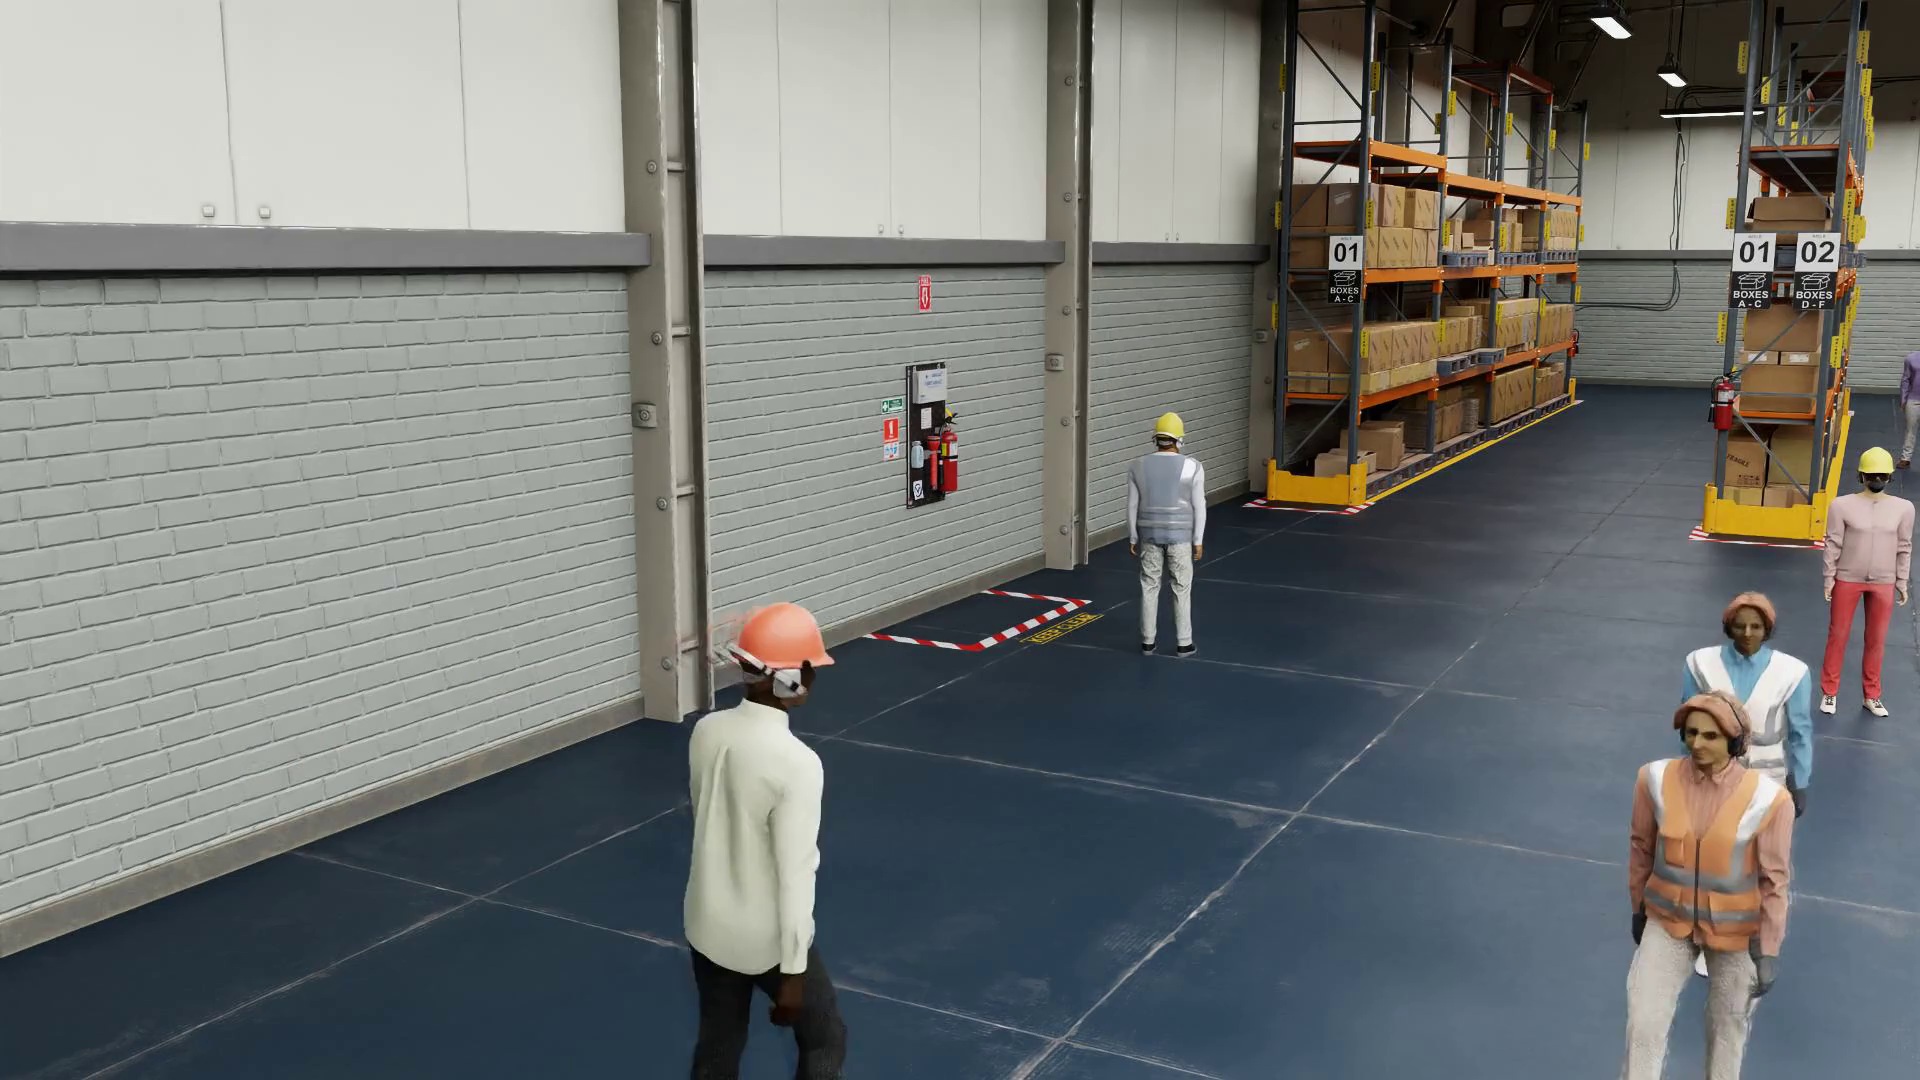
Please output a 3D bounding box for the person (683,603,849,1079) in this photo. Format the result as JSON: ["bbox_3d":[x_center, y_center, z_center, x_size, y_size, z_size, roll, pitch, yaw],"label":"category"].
[{"bbox_3d":[-0.563,1.160,5.047,0.637,1.963,0.686,9,13,42],"label":"person"}]

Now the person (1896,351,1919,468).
[{"bbox_3d":[13.531,-1.948,23.344,0.627,1.941,0.370,9,13,42],"label":"person"}]

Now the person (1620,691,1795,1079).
[{"bbox_3d":[2.351,1.294,5.327,0.518,1.613,0.729,8,12,38],"label":"person"}]

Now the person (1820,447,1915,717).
[{"bbox_3d":[5.903,0.274,10.841,0.527,1.768,0.313,2,10,13],"label":"person"}]

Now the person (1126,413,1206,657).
[{"bbox_3d":[1.543,-0.036,12.454,0.591,1.833,0.404,3,10,17],"label":"person"}]

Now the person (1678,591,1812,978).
[{"bbox_3d":[3.347,0.990,7.115,0.523,1.608,0.773,5,11,28],"label":"person"}]
